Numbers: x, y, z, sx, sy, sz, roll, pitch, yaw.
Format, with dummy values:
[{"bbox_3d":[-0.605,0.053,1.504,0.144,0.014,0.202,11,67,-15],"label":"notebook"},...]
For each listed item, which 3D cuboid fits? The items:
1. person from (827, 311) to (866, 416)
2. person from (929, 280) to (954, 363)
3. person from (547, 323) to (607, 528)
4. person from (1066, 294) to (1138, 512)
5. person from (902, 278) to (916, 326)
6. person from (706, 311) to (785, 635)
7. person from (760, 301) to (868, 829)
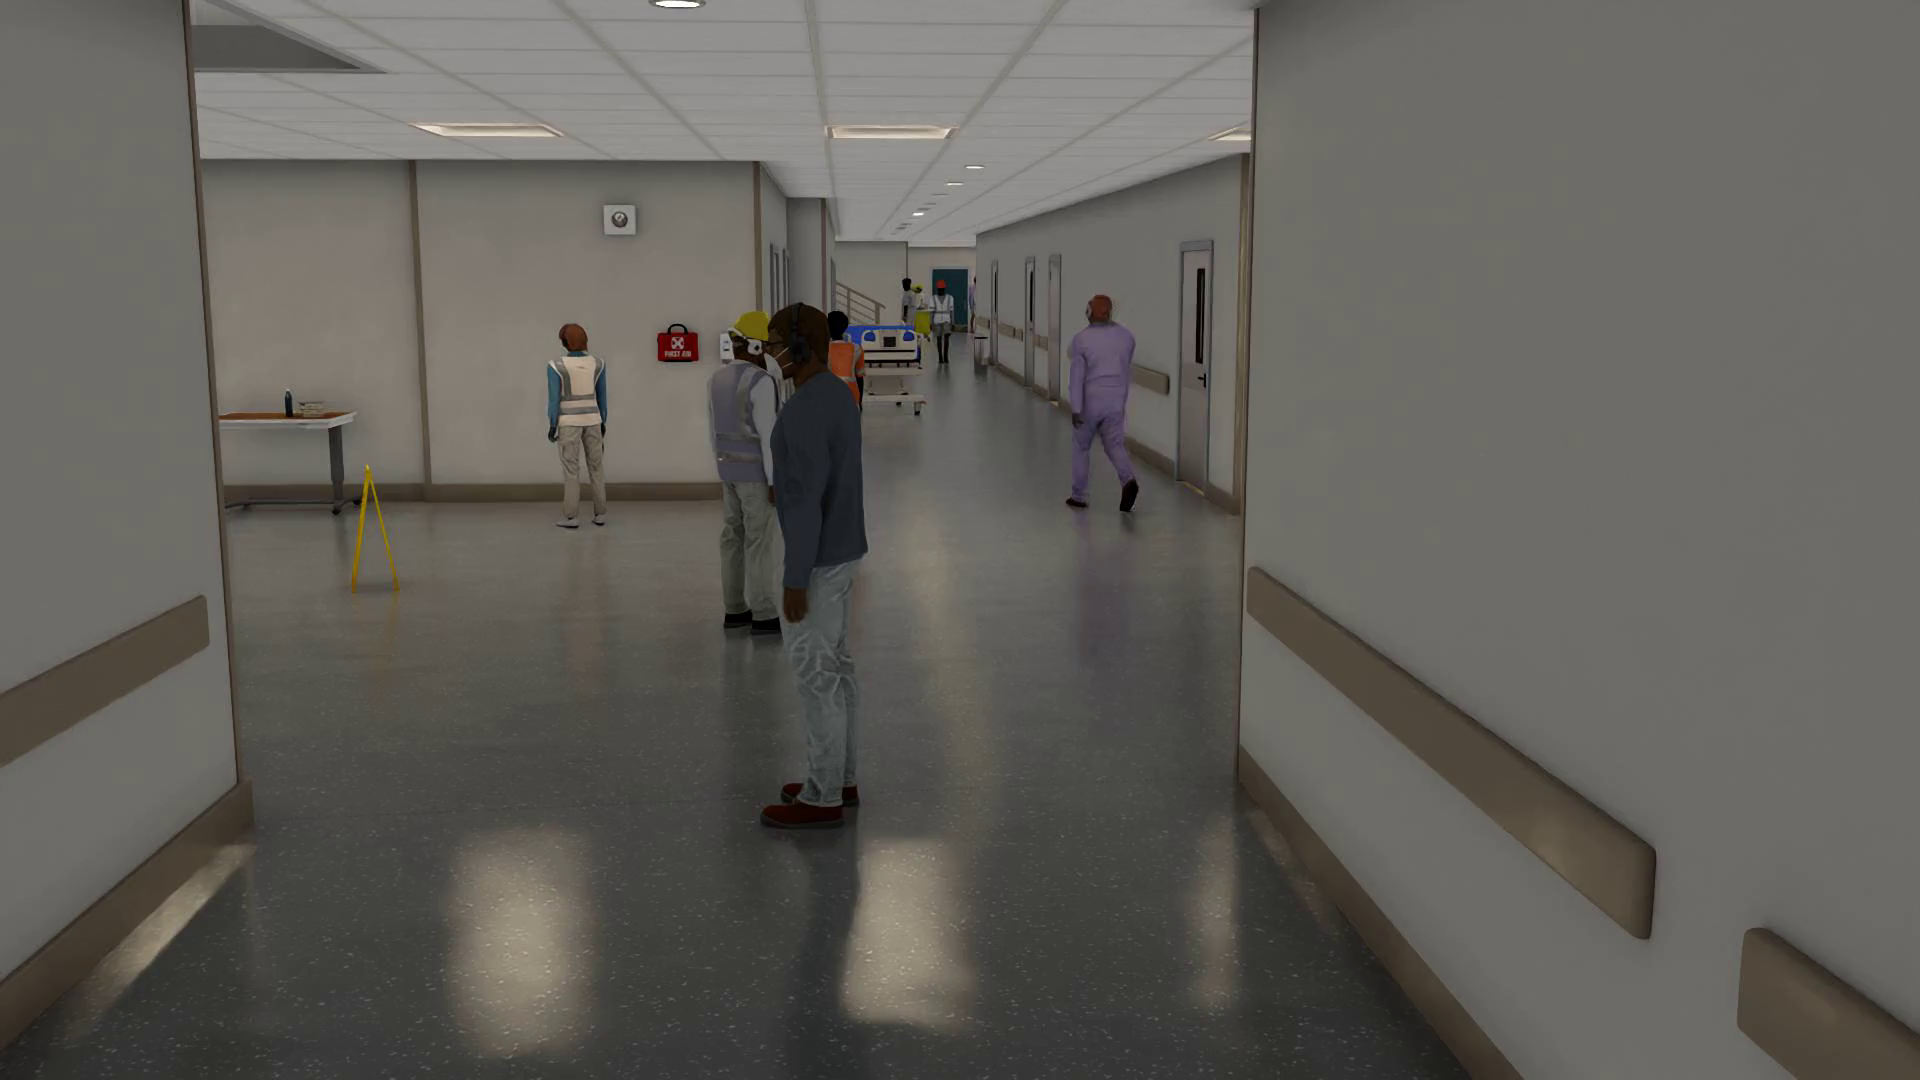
[{"bbox_3d":[-1.127,-1.264,15.366,0.541,1.696,0.315,-4,10,-26],"label":"person"},{"bbox_3d":[-0.420,-4.992,38.100,0.580,1.908,0.831,0,9,0],"label":"person"},{"bbox_3d":[-3.059,-0.911,13.338,0.511,1.640,0.308,-7,12,-38],"label":"person"},{"bbox_3d":[1.232,-1.175,14.289,0.638,1.869,0.836,-3,10,-21],"label":"person"},{"bbox_3d":[-1.344,-5.850,43.367,0.385,1.955,0.608,3,10,19],"label":"person"},{"bbox_3d":[-1.175,-0.377,9.414,0.404,1.822,0.587,-8,12,-40],"label":"person"},{"bbox_3d":[-0.536,0.094,6.134,0.384,1.930,0.634,1,9,6],"label":"person"}]
